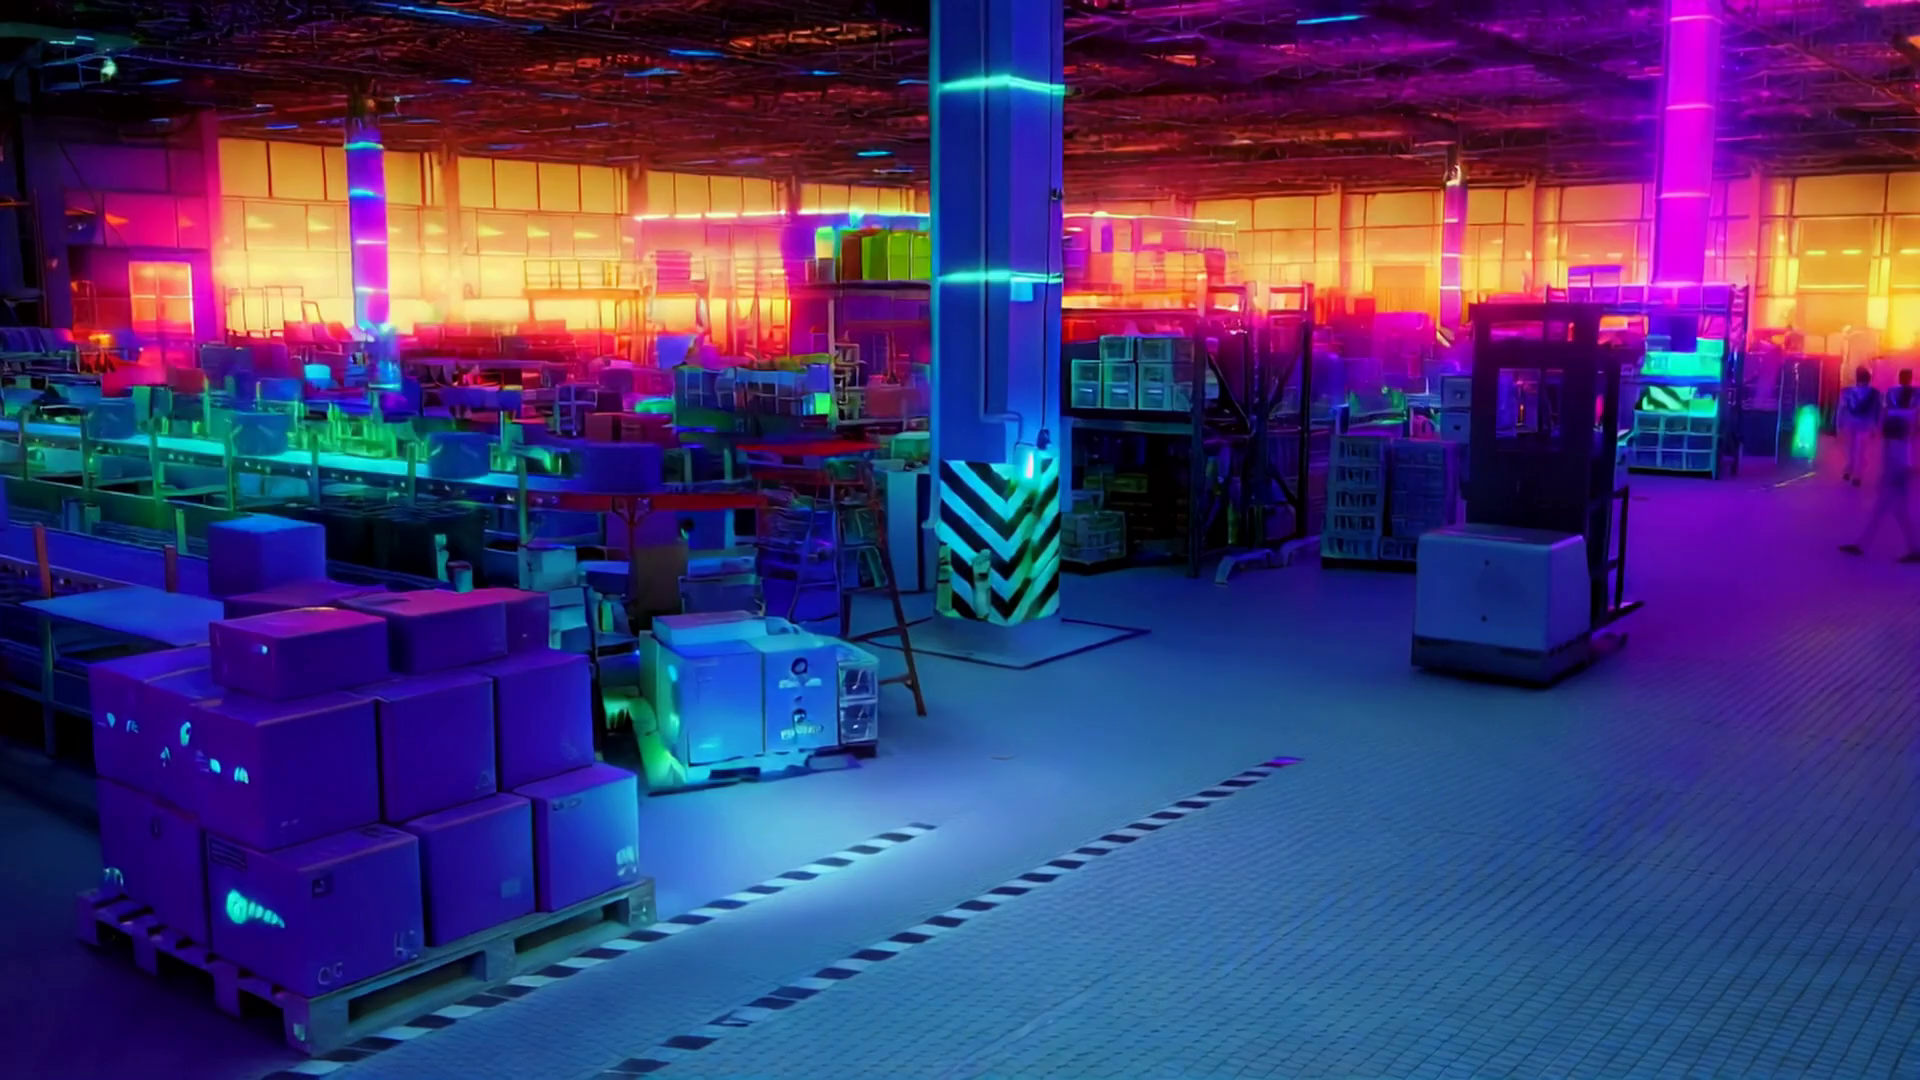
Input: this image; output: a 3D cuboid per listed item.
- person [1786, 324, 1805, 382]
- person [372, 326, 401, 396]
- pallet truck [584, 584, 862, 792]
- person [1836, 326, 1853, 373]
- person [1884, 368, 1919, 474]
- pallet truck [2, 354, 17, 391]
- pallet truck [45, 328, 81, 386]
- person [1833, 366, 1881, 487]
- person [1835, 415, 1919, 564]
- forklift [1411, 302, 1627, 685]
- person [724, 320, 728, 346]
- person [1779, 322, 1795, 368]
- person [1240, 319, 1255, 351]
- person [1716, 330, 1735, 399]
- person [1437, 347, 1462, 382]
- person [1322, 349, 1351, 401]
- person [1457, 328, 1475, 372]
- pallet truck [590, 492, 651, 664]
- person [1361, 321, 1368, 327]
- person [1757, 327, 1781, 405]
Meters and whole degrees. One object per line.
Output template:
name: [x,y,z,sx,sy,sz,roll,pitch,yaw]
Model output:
person: [26.823,-5.985,53.432,0.654,1.926,0.440,-3,9,-19]
person: [-16.130,-5.028,46.818,1.064,1.997,0.617,3,9,20]
pallet truck: [-1.426,0.805,10.019,1.601,1.201,0.680,-4,9,-26]
person: [32.194,-6.922,60.534,0.493,1.698,0.891,8,12,43]
person: [15.119,-1.905,26.701,0.538,1.698,0.320,3,9,21]
pallet truck: [-24.881,-4.417,42.634,1.885,1.965,0.823,8,11,41]
pallet truck: [-23.775,-4.544,43.495,1.885,1.965,0.823,6,10,35]
person: [13.460,-1.707,24.965,0.614,1.815,0.558,5,10,32]
person: [9.980,-0.551,17.922,0.845,1.579,0.520,6,10,35]
forklift: [4.379,-0.438,12.852,1.129,2.768,1.873,7,11,37]
person: [-9.083,-7.632,64.771,0.741,1.865,0.584,1,9,8]
person: [32.278,-7.572,64.610,0.986,1.794,0.639,2,9,13]
person: [13.884,-9.944,80.548,0.934,1.799,0.636,0,8,3]
person: [21.058,-4.792,45.593,0.363,1.888,0.771,-8,12,-44]
person: [11.229,-3.573,38.049,0.547,1.652,0.847,7,11,40]
person: [7.910,-3.125,34.834,0.533,1.731,0.864,8,11,42]
person: [13.476,-4.604,43.989,0.641,1.961,0.873,-3,9,-17]
pallet truck: [-3.115,0.344,12.883,0.653,1.274,1.630,7,11,37]
person: [14.422,-6.917,59.823,0.932,1.907,0.553,1,9,10]
person: [21.019,-4.502,43.068,0.699,2.000,0.680,-4,9,-27]
